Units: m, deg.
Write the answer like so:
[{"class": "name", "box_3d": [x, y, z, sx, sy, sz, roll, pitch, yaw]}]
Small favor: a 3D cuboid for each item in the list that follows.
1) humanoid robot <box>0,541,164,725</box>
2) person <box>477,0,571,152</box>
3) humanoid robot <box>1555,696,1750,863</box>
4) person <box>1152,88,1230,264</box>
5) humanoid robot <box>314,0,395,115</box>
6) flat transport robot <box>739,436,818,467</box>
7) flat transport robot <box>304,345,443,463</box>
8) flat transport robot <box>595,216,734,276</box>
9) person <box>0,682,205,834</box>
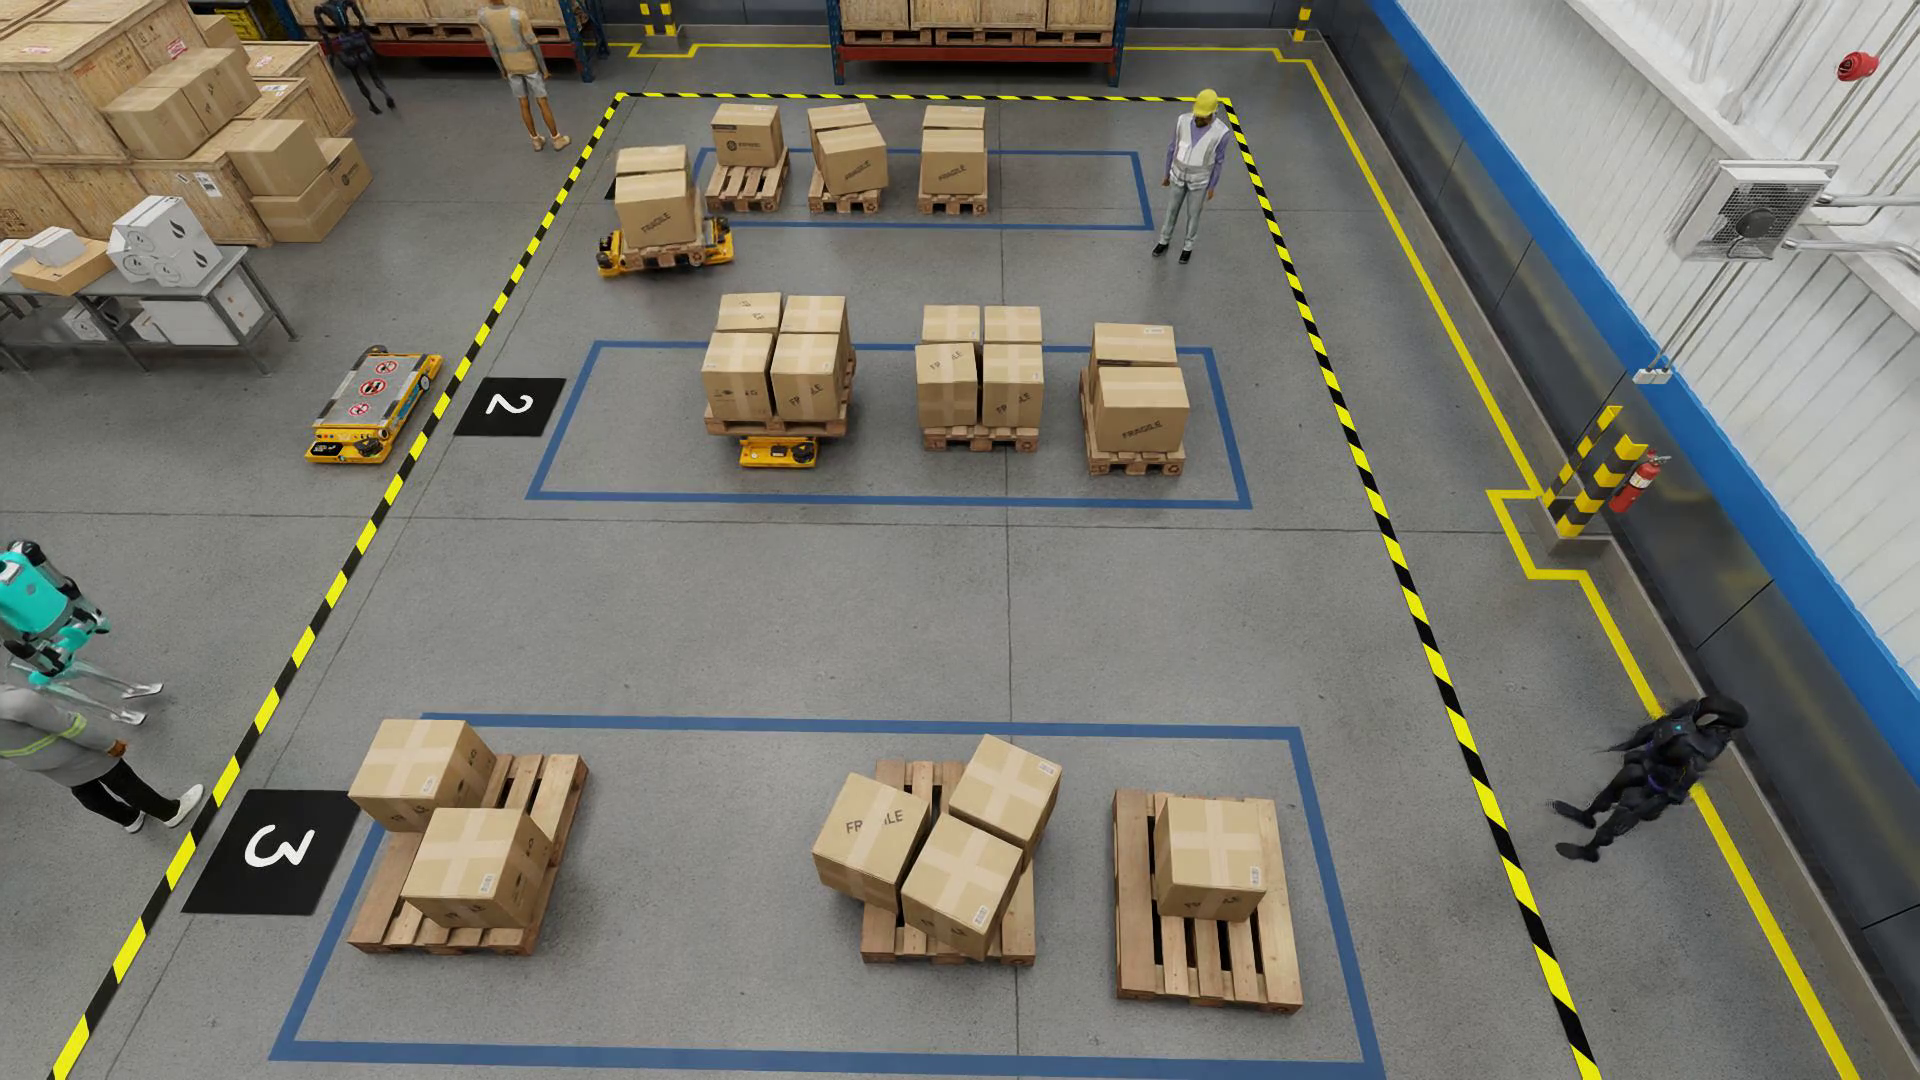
[{"class": "humanoid robot", "box_3d": [-5.855, 0.605, 5.805, 0.735, 1.677, 0.533, 0, 50, 0]}, {"class": "person", "box_3d": [-5.282, -5.724, 11.047, 0.606, 2.048, 0.366, 0, 50, 0]}, {"class": "humanoid robot", "box_3d": [3.936, 1.379, 5.268, 0.315, 1.657, 0.599, 20, 53, 16]}, {"class": "person", "box_3d": [2.392, -3.765, 9.530, 0.586, 1.830, 0.403, 24, 54, 19]}, {"class": "humanoid robot", "box_3d": [-7.845, -6.324, 11.800, 0.448, 1.649, 0.600, 33, 57, 25]}, {"class": "flat transport robot", "box_3d": [-1.582, -1.235, 8.394, 0.652, 0.197, 1.431, 1, 50, 1]}, {"class": "flat transport robot", "box_3d": [-5.383, -1.269, 8.441, 0.659, 0.231, 1.431, 1, 50, 1]}, {"class": "flat transport robot", "box_3d": [-3.245, -3.254, 10.102, 1.431, 0.197, 0.652, -9, 50, -7]}, {"class": "person", "box_3d": [-5.236, 1.178, 5.333, 0.598, 1.850, 0.387, -4, 50, -4]}]
